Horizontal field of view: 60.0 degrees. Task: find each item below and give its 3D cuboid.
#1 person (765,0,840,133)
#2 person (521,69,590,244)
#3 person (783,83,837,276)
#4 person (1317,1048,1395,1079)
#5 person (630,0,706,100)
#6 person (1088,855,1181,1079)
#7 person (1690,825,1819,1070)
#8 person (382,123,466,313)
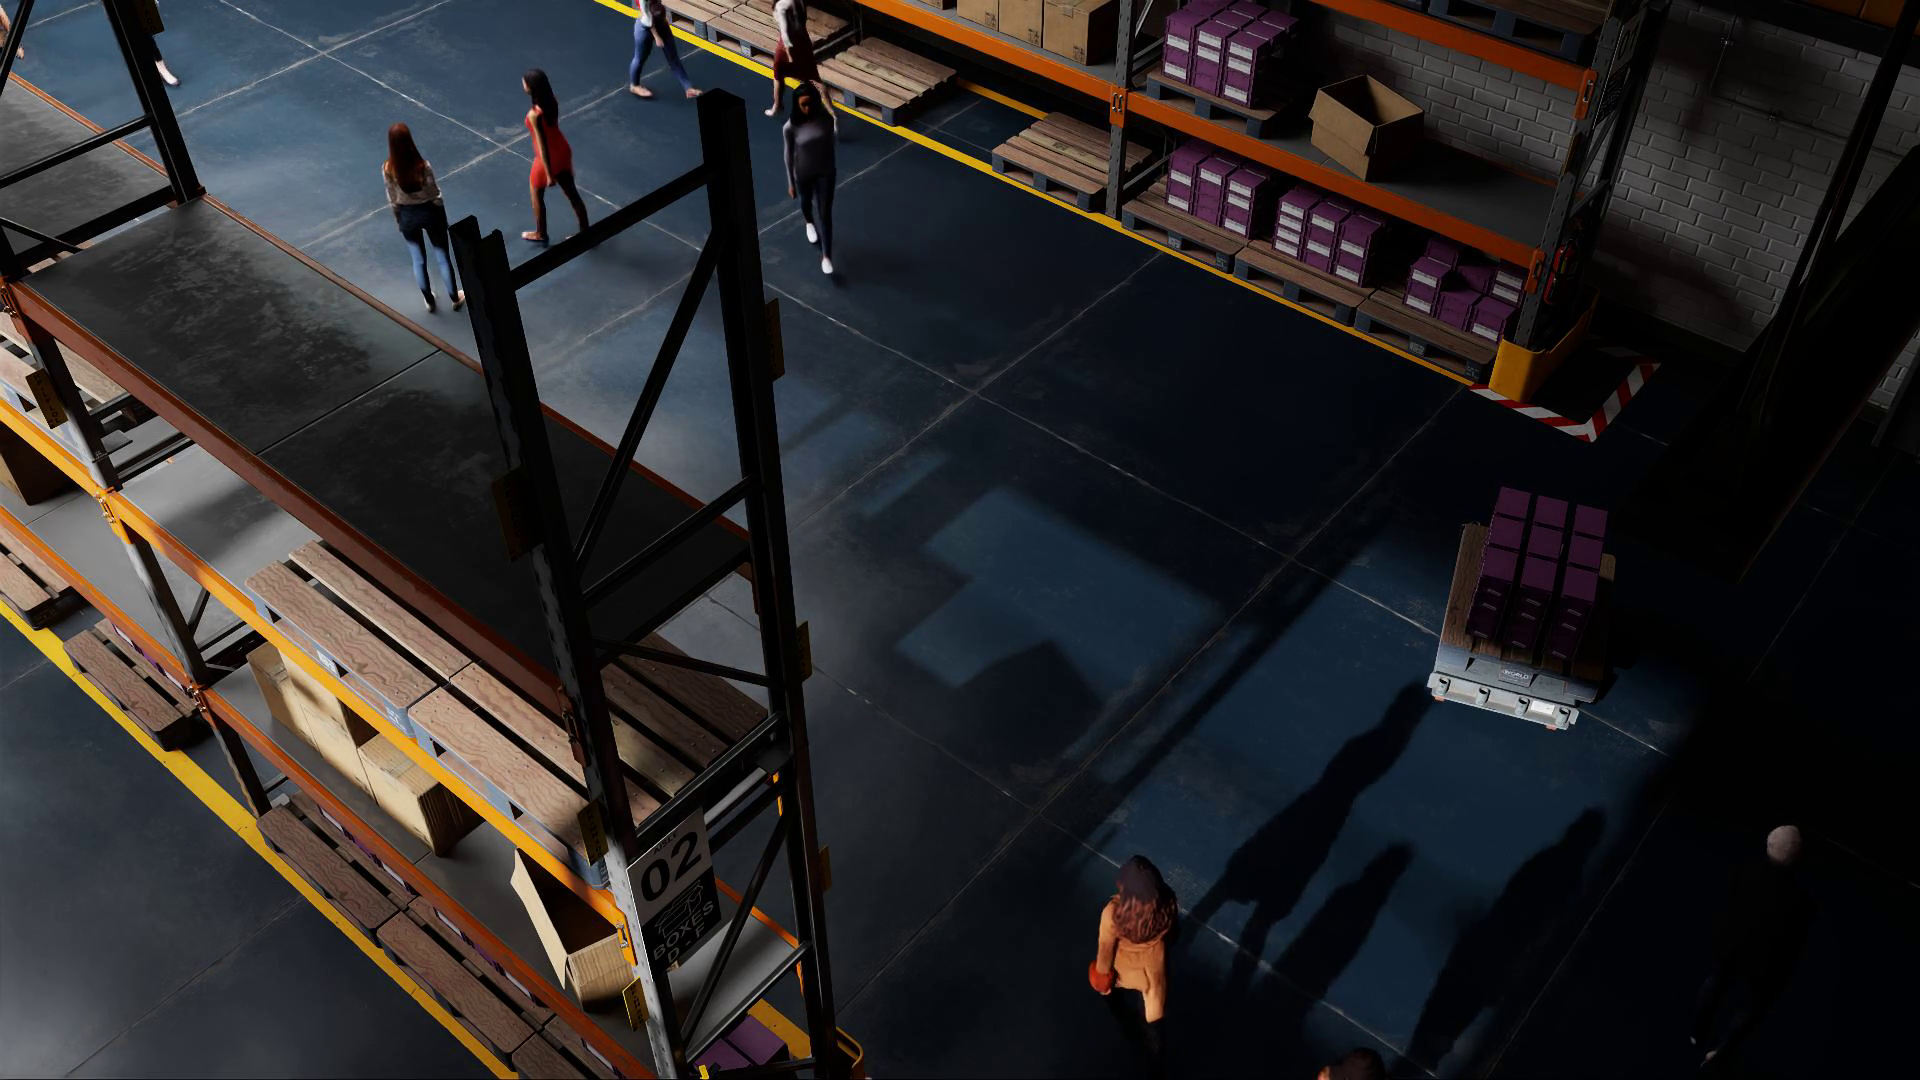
[{"bbox_3d":[-1.505,-4.664,15.929,1.150,1.699,0.651,26,50,25],"label":"person"},{"bbox_3d":[-3.470,-3.287,14.488,0.957,1.693,0.784,15,46,15],"label":"person"},{"bbox_3d":[-1.290,-3.214,14.422,1.080,1.678,1.215,-8,44,-8],"label":"person"},{"bbox_3d":[1.793,2.838,8.085,0.788,1.657,0.850,-9,44,-10],"label":"person"},{"bbox_3d":[-3.124,-5.072,16.451,1.154,1.570,0.817,14,45,15],"label":"person"},{"bbox_3d":[0.945,2.288,8.645,1.152,1.681,1.260,-5,44,-6],"label":"person"},{"bbox_3d":[4.143,2.232,8.785,0.815,1.755,0.740,-15,46,-15],"label":"person"},{"bbox_3d":[-4.483,-2.675,13.819,0.644,1.728,0.694,-5,44,-5],"label":"person"}]
